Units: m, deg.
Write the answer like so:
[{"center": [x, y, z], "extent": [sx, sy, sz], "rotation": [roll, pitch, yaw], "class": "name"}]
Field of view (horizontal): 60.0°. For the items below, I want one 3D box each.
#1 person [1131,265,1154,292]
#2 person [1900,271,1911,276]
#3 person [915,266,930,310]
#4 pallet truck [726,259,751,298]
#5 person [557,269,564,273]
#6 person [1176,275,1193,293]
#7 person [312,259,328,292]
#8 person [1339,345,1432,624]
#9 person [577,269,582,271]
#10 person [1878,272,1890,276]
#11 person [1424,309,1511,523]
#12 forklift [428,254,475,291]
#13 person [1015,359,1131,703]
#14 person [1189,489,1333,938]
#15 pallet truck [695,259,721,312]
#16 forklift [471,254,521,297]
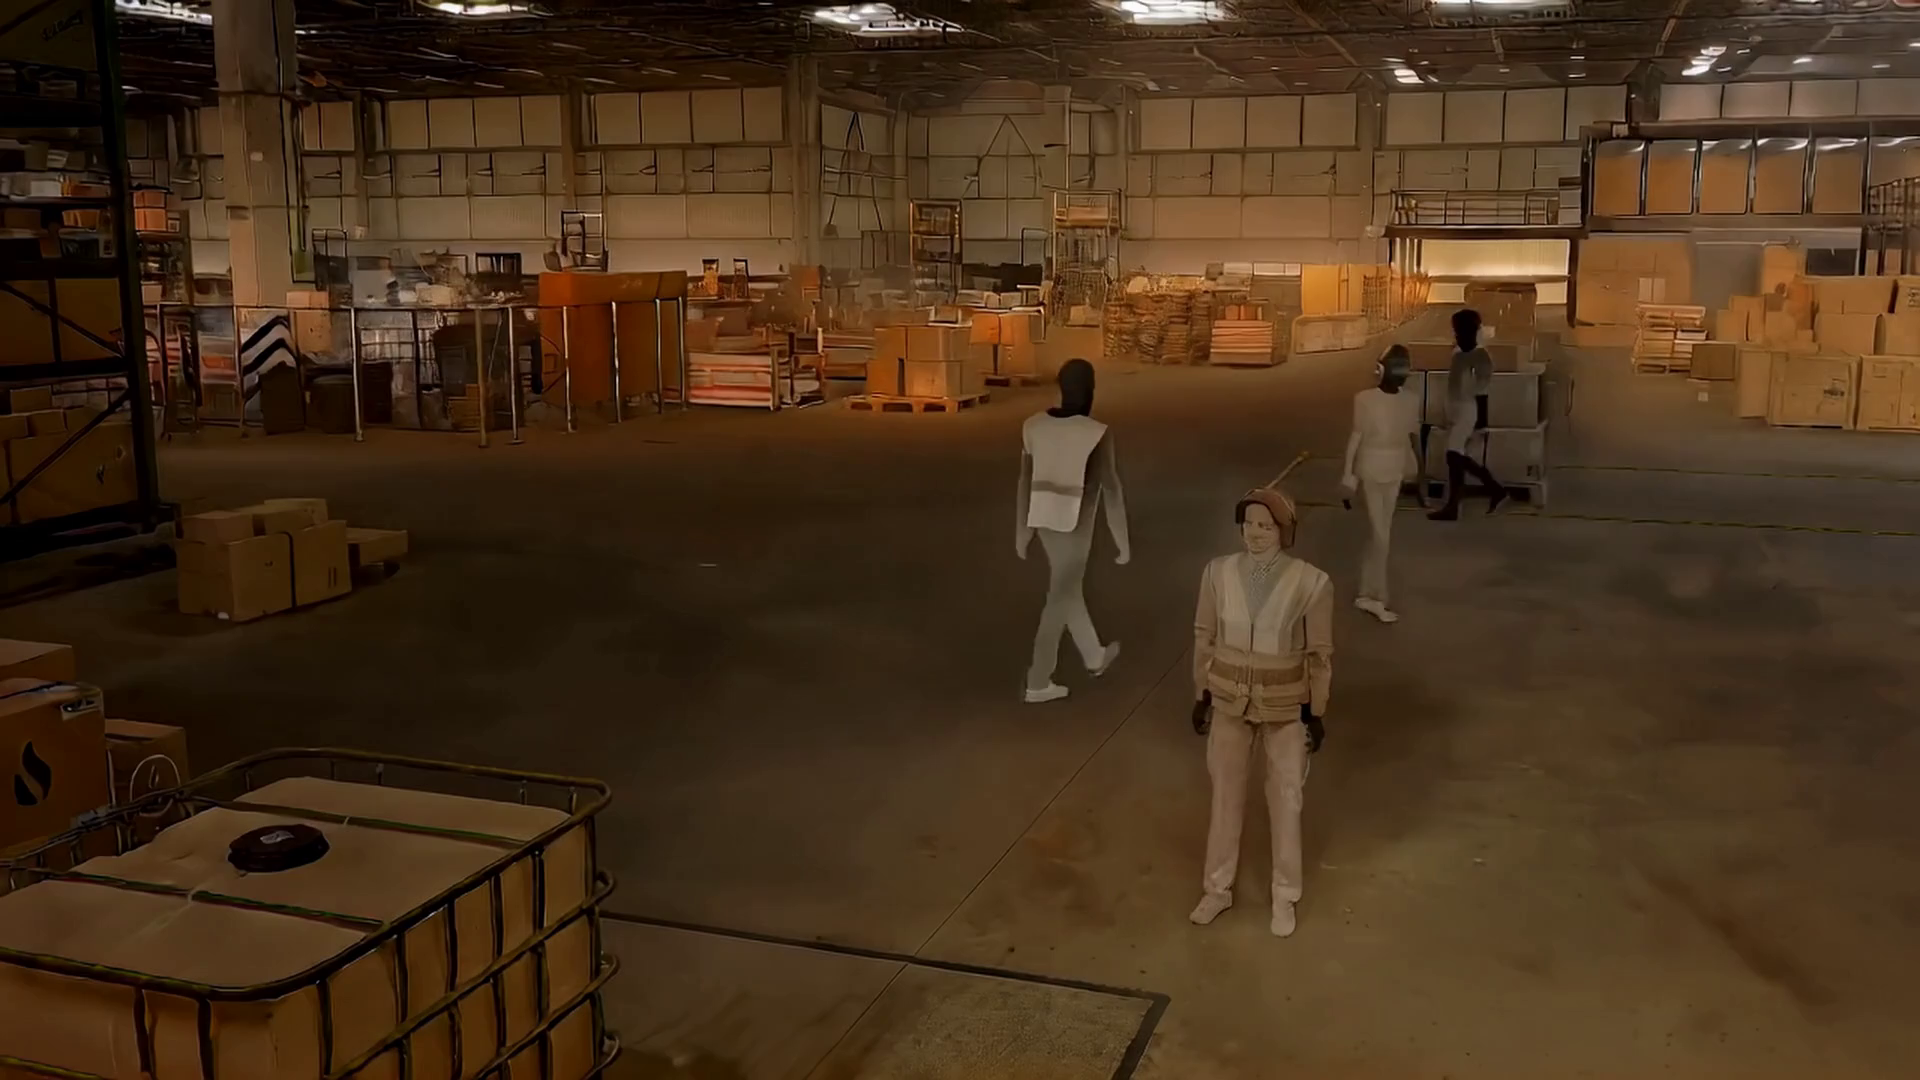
[{"center": [4.845, -6.217, 43.695], "extent": [0.620, 1.959, 0.921], "rotation": [7, 12, 35], "class": "person"}, {"center": [23.230, -5.658, 40.813], "extent": [0.574, 1.870, 0.575], "rotation": [5, 11, 26], "class": "person"}, {"center": [-0.978, -6.643, 46.210], "extent": [0.789, 1.908, 0.551], "rotation": [5, 11, 27], "class": "person"}, {"center": [-7.986, -9.493, 62.019], "extent": [0.823, 1.965, 1.885], "rotation": [3, 11, 17], "class": "pallet truck"}, {"center": [-13.384, -8.355, 55.610], "extent": [1.015, 1.993, 0.633], "rotation": [1, 10, 8], "class": "person"}, {"center": [5.735, -5.903, 42.541], "extent": [0.497, 1.731, 0.437], "rotation": [4, 11, 20], "class": "person"}, {"center": [-24.422, -9.682, 63.235], "extent": [0.688, 1.951, 0.383], "rotation": [1, 10, 5], "class": "person"}, {"center": [2.880, -0.363, 11.028], "extent": [0.575, 1.840, 0.768], "rotation": [-4, 11, -21], "class": "person"}, {"center": [-13.515, -8.899, 59.326], "extent": [0.323, 1.767, 0.533], "rotation": [6, 12, 29], "class": "person"}, {"center": [19.582, -4.732, 35.443], "extent": [0.584, 1.909, 0.760], "rotation": [-5, 11, -27], "class": "person"}, {"center": [4.641, -1.119, 15.034], "extent": [0.769, 1.942, 0.624], "rotation": [0, 10, -2], "class": "person"}, {"center": [-20.133, -10.254, 65.465], "extent": [1.157, 1.987, 2.680], "rotation": [3, 11, 19], "class": "forklift"}, {"center": [0.682, -0.069, 9.283], "extent": [0.625, 1.867, 0.971], "rotation": [10, 14, 44], "class": "person"}, {"center": [1.091, 0.622, 6.060], "extent": [0.514, 1.642, 0.310], "rotation": [5, 11, 26], "class": "person"}, {"center": [-9.165, -9.627, 62.776], "extent": [0.823, 1.965, 1.885], "rotation": [4, 11, 23], "class": "pallet truck"}, {"center": [-17.990, -10.121, 64.684], "extent": [1.157, 1.987, 2.680], "rotation": [3, 11, 17], "class": "forklift"}]
